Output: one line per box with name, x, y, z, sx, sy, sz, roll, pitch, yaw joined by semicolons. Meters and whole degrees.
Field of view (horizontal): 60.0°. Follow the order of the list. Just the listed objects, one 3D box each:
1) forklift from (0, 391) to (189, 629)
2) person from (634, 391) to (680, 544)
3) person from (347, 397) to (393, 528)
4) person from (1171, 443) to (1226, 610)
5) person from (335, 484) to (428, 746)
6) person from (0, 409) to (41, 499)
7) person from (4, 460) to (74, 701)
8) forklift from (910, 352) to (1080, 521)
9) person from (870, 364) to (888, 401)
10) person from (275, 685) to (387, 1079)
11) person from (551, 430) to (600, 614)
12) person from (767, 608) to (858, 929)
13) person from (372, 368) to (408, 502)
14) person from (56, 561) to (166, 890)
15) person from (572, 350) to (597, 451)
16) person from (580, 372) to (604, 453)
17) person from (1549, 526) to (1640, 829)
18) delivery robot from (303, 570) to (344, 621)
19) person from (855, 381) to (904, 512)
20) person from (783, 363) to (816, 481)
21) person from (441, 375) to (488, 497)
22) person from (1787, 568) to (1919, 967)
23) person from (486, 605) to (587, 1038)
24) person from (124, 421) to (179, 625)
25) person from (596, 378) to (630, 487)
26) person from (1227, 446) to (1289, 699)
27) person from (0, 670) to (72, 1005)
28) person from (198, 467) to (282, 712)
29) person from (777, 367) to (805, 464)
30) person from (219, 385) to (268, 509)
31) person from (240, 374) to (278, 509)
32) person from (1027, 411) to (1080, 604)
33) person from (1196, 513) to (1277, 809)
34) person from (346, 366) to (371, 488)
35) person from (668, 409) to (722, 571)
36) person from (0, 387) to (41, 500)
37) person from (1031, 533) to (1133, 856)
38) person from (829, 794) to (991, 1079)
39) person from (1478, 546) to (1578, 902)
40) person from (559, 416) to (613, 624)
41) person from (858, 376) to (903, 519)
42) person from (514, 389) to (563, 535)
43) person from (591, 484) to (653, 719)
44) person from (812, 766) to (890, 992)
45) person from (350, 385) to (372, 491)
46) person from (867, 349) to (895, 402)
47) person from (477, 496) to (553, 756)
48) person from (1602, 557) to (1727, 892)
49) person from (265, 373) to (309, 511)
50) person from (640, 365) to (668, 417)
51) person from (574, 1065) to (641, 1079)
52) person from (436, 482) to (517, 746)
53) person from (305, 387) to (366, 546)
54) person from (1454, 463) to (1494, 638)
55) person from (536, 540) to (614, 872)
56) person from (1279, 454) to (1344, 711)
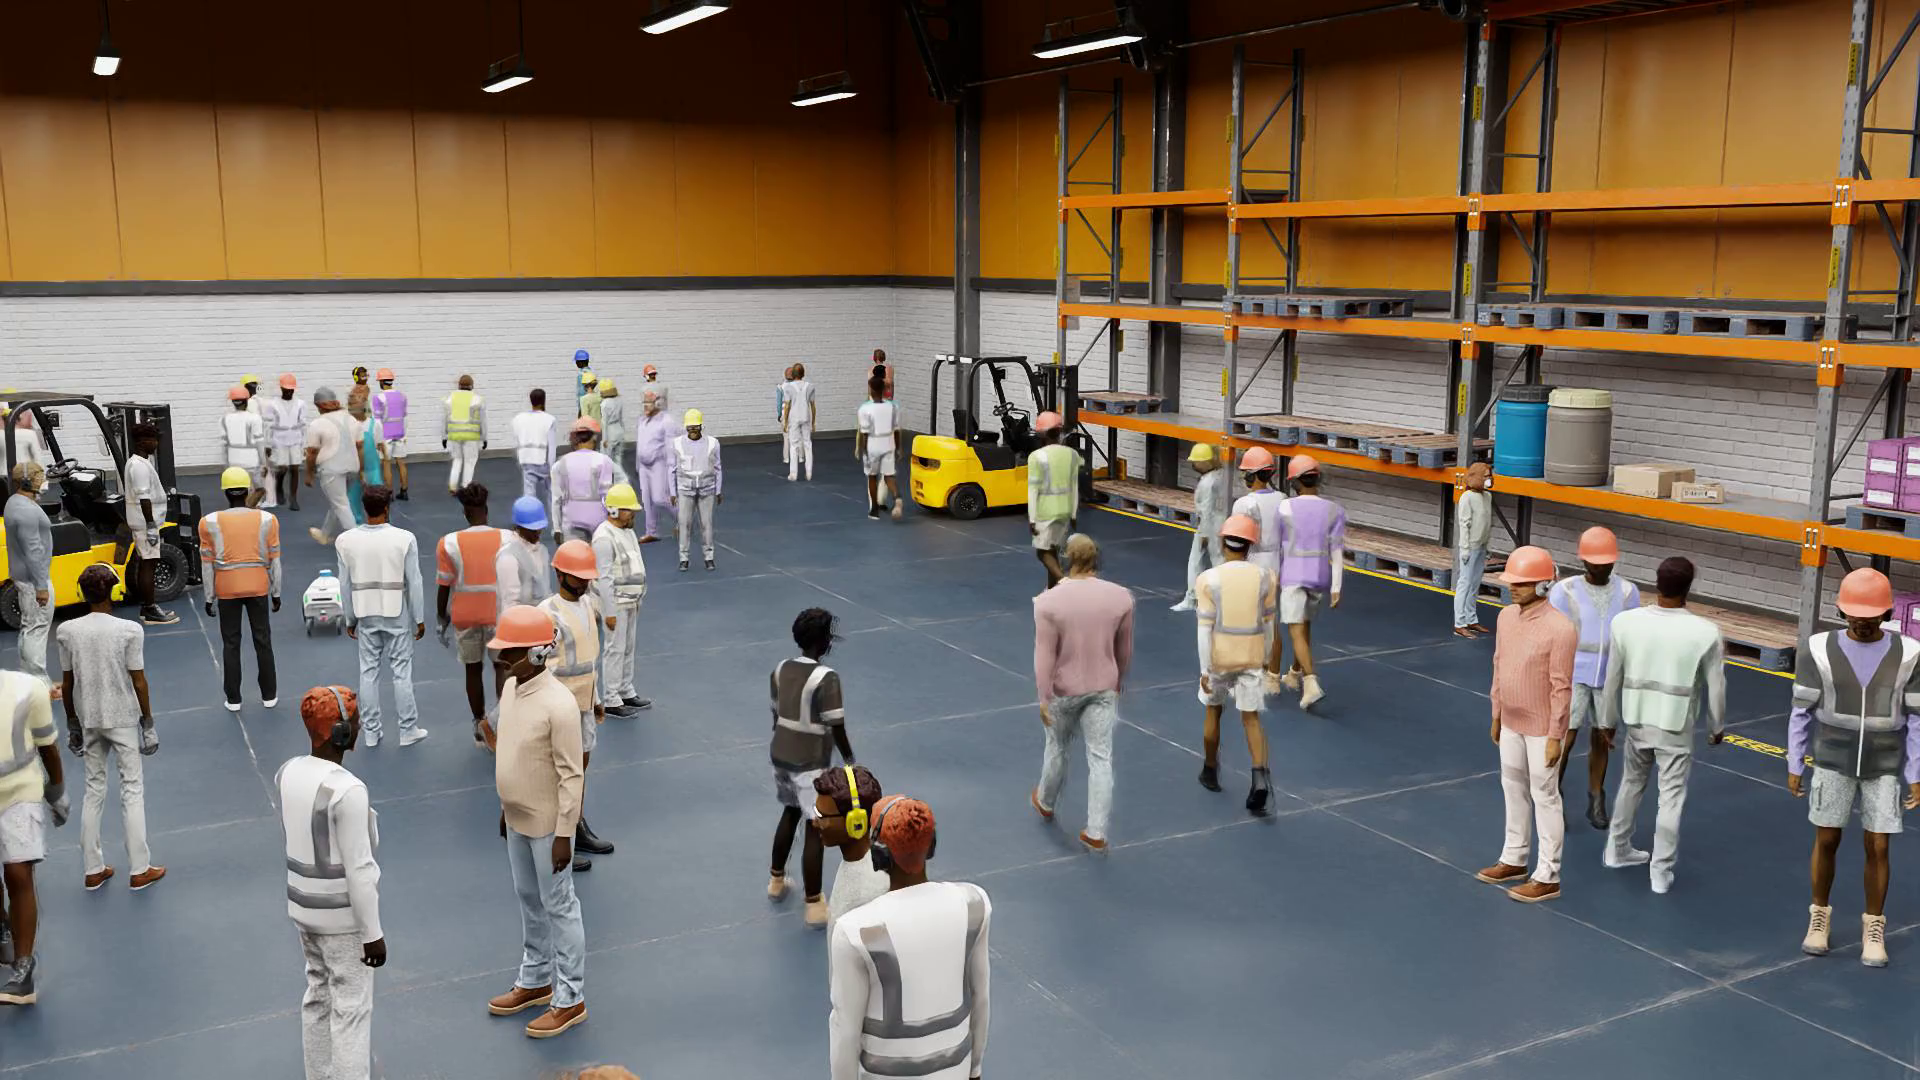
forklift;-9.026;-0.363;16.508;1.214;2.155;2.313;6;11;29
person;-3.730;-0.903;20.486;0.652;1.890;0.550;8;13;40
person;-7.320;-0.865;20.527;0.677;1.814;0.401;-1;10;-4
person;2.547;-0.122;16.524;0.792;1.706;0.486;0;10;-2
person;-4.181;0.550;12.046;0.593;1.920;0.391;0;10;-2
person;-11.482;-0.793;20.243;0.539;1.748;0.573;-4;11;-23
person;-7.389;0.325;13.283;0.357;1.938;0.636;-7;12;-36
forklift;0.460;-1.461;22.833;2.313;2.155;1.214;-5;11;-28
person;-1.365;-2.097;27.924;0.318;1.695;0.539;-3;10;-16
person;-2.502;1.505;6.684;0.579;1.880;0.354;9;13;42
person;-3.657;-0.137;16.103;0.576;1.884;0.354;-4;11;-24
person;-0.838;1.207;9.012;0.420;1.664;0.679;-8;13;-39
person;-8.187;-1.506;23.869;0.391;1.930;0.547;7;12;34
person;-4.791;1.048;9.372;0.511;1.860;0.341;1;10;3
person;-6.309;-2.240;28.067;0.418;1.937;0.607;1;10;8
person;-5.564;-1.643;25.116;0.327;1.767;0.533;5;11;25
person;3.933;0.855;10.269;0.650;1.924;0.418;0;10;-2
delivery robot;-6.012;0.530;15.794;0.477;0.478;0.707;-3;9;-13
person;-1.111;-1.276;22.876;0.691;1.797;0.728;1;10;4
person;-2.514;-1.842;26.027;0.518;1.843;0.332;-4;11;-20
person;-7.117;-1.467;23.964;0.654;1.815;0.446;1;10;3
person;4.519;1.132;8.395;0.624;2.028;0.410;5;11;25
person;-1.953;1.274;7.657;0.378;1.995;0.609;-9;13;-43
person;-7.834;-0.168;16.047;0.367;1.964;0.604;-6;12;-31
person;-5.097;-1.526;24.553;0.491;1.727;0.508;5;11;27
person;2.358;0.273;13.286;0.612;2.041;0.394;-8;13;-38
person;-4.657;1.255;8.017;0.648;1.897;1.029;-4;11;-24
person;-5.615;0.385;13.019;0.581;1.919;0.393;-6;12;-31
person;-2.838;-2.106;28.142;0.512;1.639;0.312;-1;10;-8
person;-8.986;-0.975;20.831;0.566;1.917;0.574;1;10;6
person;-9.859;-1.364;23.208;0.628;1.875;0.622;0;10;-2
person;0.961;-0.268;16.510;0.604;2.014;0.799;-6;12;-33
person;1.799;0.784;10.781;0.546;1.897;0.845;0;10;-2
person;-9.044;-1.690;25.137;0.324;1.853;0.519;3;10;18
person;-2.969;-0.562;18.698;0.602;1.830;0.404;-2;10;-13
person;-13.092;-1.268;23.099;0.926;1.713;0.551;7;12;36
person;0.716;0.888;10.146;0.646;1.891;0.961;-2;10;-11
person;-0.154;1.737;5.353;0.574;1.876;0.355;-6;12;-32
person;3.142;1.009;9.235;0.410;1.987;0.608;-4;11;-20
person;-3.526;-0.186;16.007;0.634;2.007;0.621;4;11;21
person;-1.035;-1.202;22.078;0.620;1.938;0.779;-5;11;-25
person;-5.251;-0.952;20.831;0.593;1.877;0.904;2;10;10
person;-2.617;0.469;12.816;0.403;1.818;0.601;1;10;7
person;-0.351;1.674;5.743;0.335;1.864;0.505;-2;10;-10
person;-8.827;-1.511;24.805;0.611;1.611;0.494;-1;10;-4
person;-1.415;-2.479;29.706;0.563;1.843;0.390;-7;12;-36
person;-3.025;0.636;11.534;0.628;1.923;0.656;2;10;10
person;3.968;1.024;9.370;0.615;1.902;0.579;9;13;41
person;-9.313;-1.356;23.032;0.562;1.912;0.557;-7;12;-36
person;-5.010;-1.978;27.105;0.339;1.742;0.563;8;13;39
person;-0.938;2.067;4.225;0.756;1.610;0.505;4;11;22
person;-3.430;0.556;11.971;0.662;1.934;0.567;-3;10;-18
person;-7.518;-0.858;19.805;1.023;2.000;0.688;5;11;25
person;4.814;0.088;15.531;0.284;1.633;0.500;9;13;43
person;-2.246;0.950;9.717;0.374;1.929;0.542;3;10;17
person;2.742;0.325;13.182;0.621;1.989;1.042;-1;10;-6
